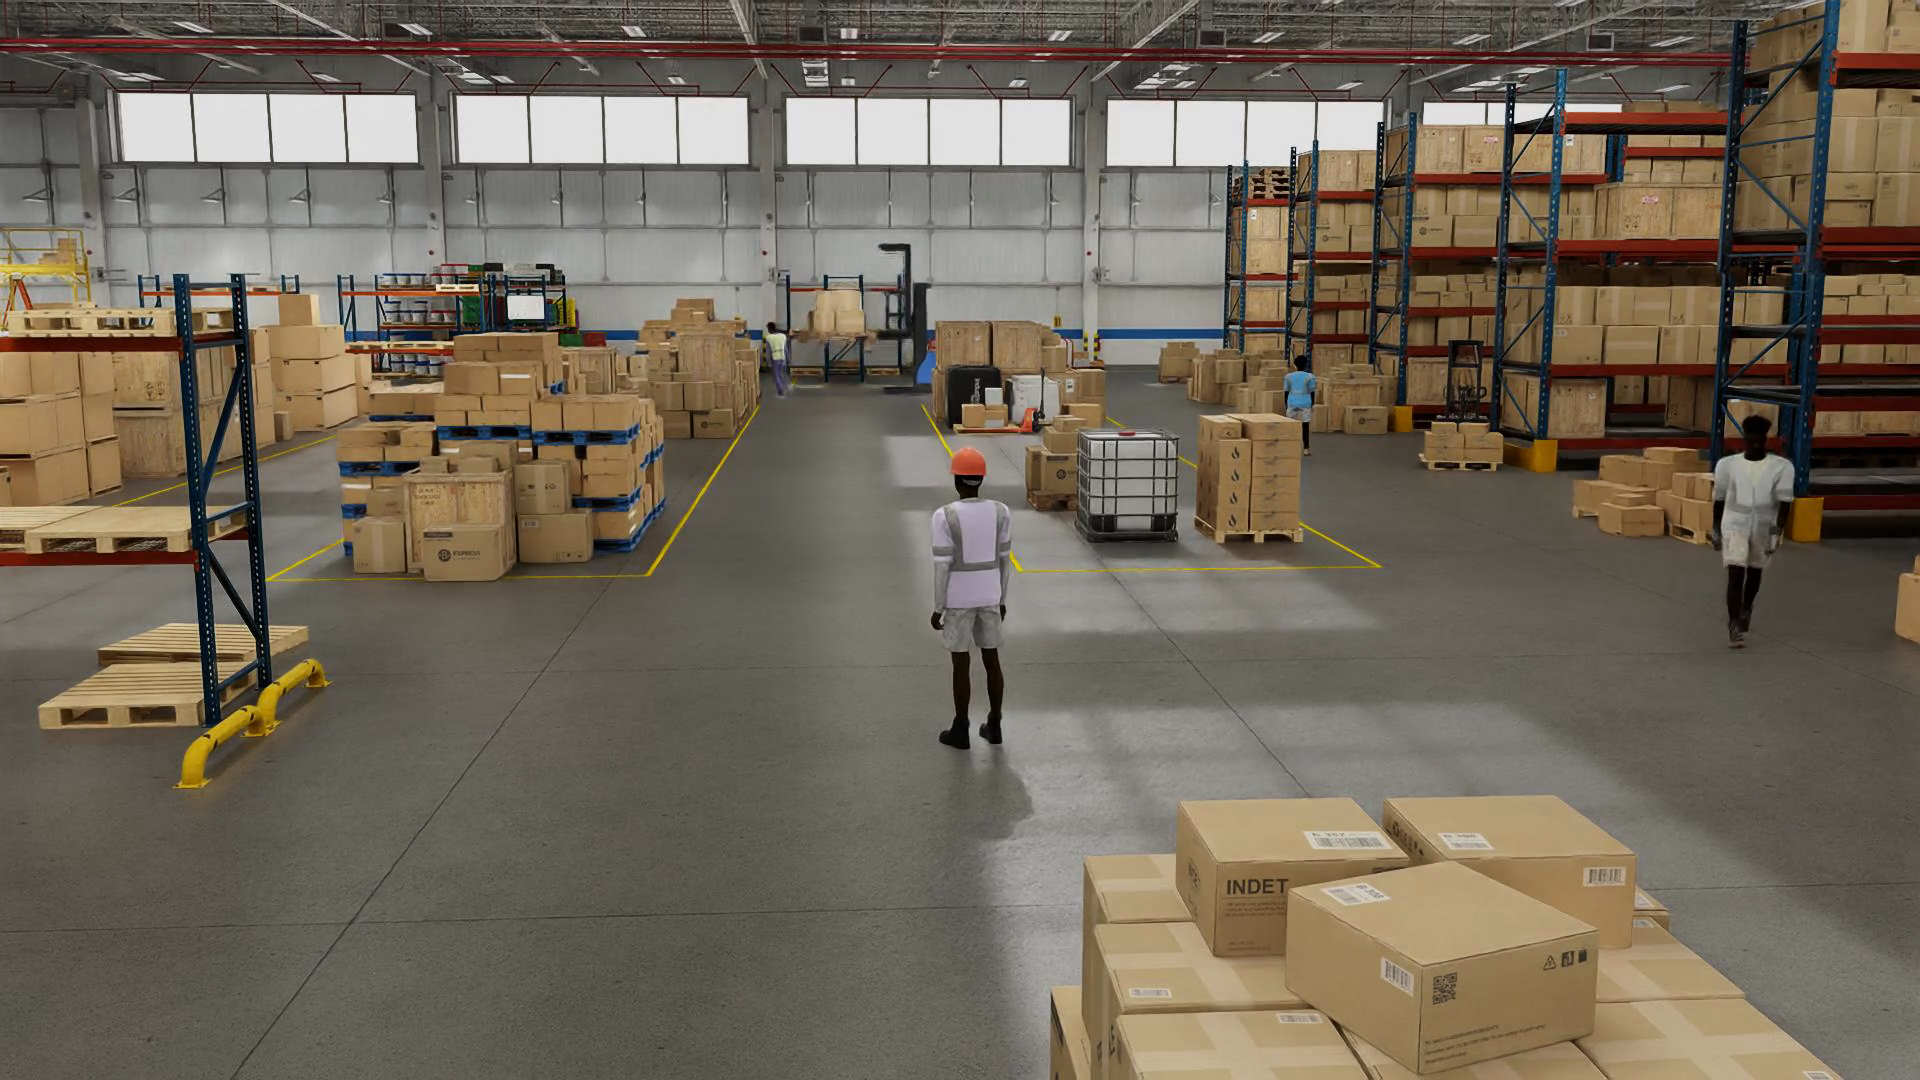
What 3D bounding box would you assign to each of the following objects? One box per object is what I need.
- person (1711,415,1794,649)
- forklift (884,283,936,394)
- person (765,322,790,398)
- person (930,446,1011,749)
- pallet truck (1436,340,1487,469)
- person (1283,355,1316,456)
[{"bbox_3d":[6.518,-0.095,13.738,0.588,1.905,1.085,3,10,20],"label":"person"},{"bbox_3d":[-0.989,-5.102,42.064,1.873,2.768,1.129,-1,9,-4],"label":"forklift"},{"bbox_3d":[-4.552,-4.429,40.972,0.676,1.875,0.576,-8,12,-42],"label":"person"},{"bbox_3d":[0.059,0.370,10.656,0.543,1.939,0.371,-4,10,-24],"label":"person"},{"bbox_3d":[8.004,-2.170,26.422,0.823,1.965,1.885,2,9,14],"label":"pallet truck"},{"bbox_3d":[5.680,-2.246,27.846,0.535,1.693,0.322,4,10,22],"label":"person"}]
